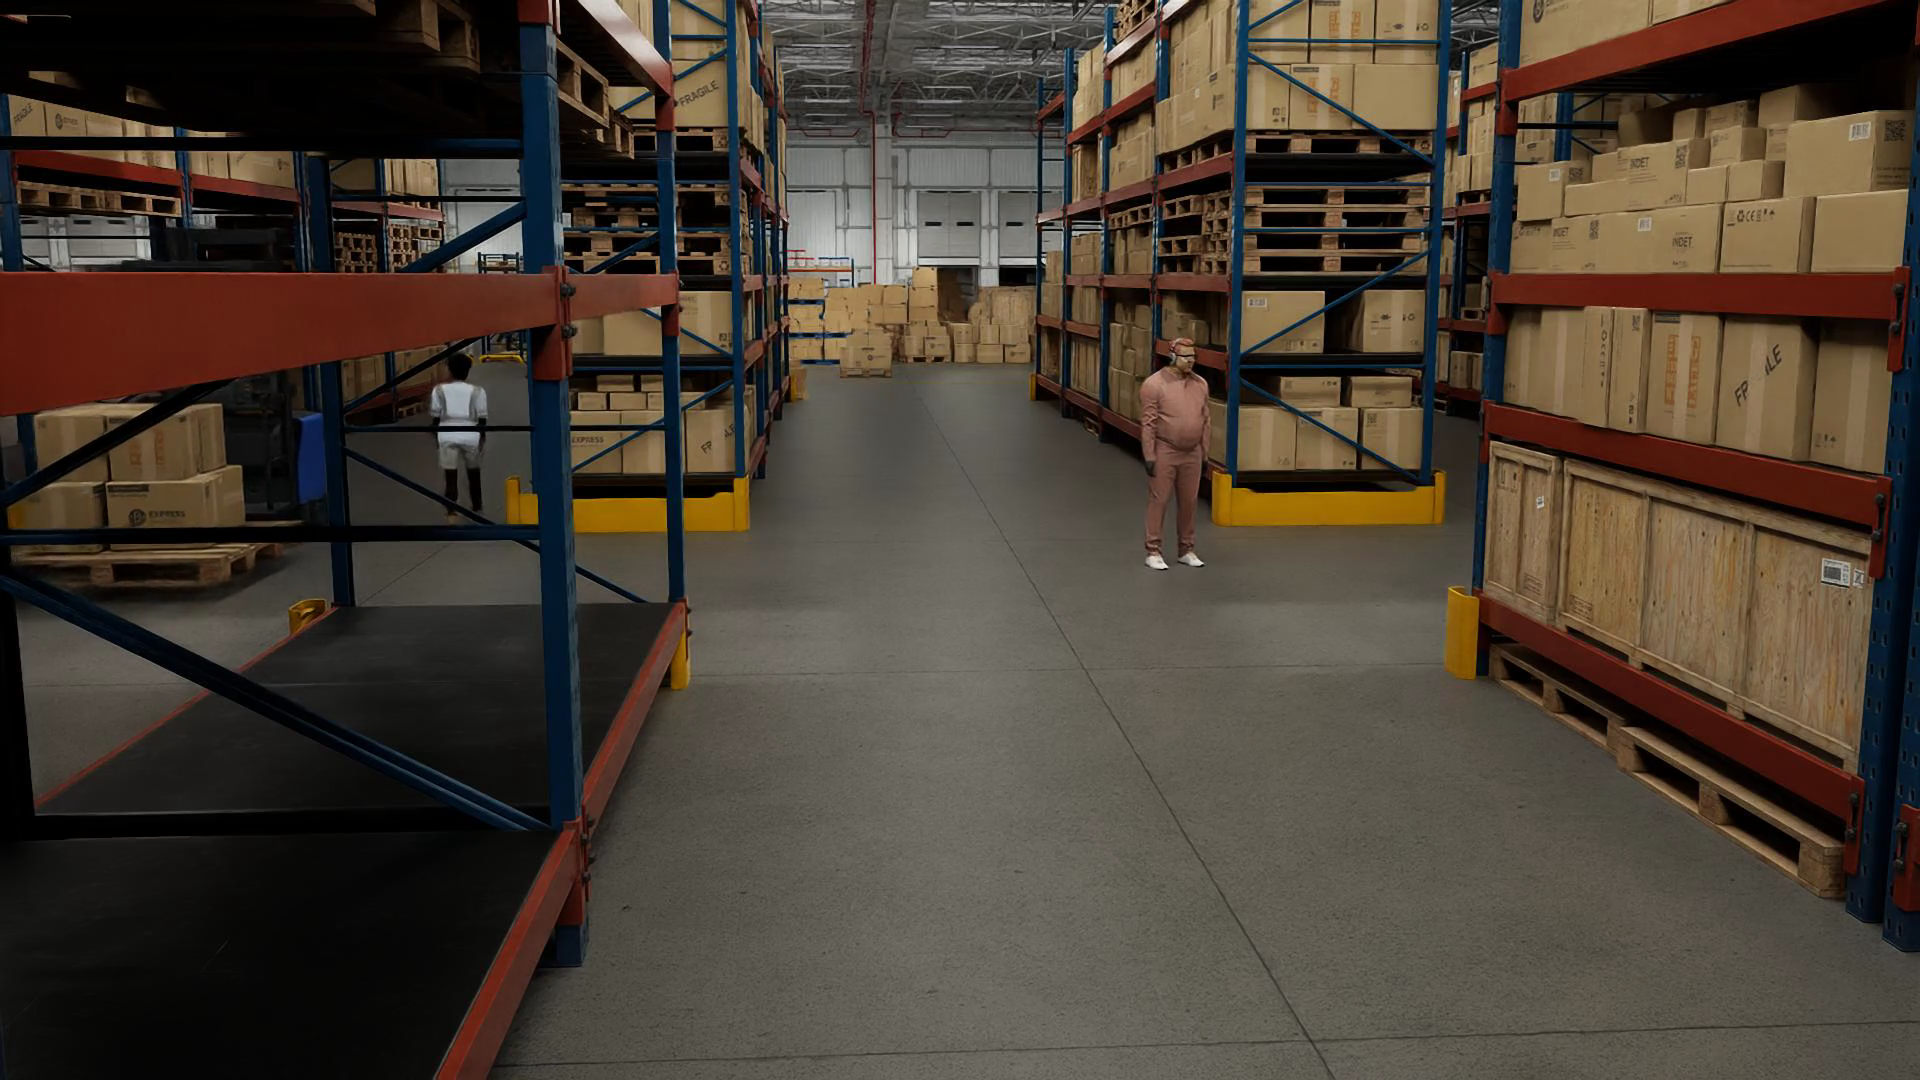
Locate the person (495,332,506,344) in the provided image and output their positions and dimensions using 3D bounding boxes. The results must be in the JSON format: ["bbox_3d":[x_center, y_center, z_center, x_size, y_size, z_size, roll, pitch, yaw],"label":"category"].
[{"bbox_3d":[-15.839,-7.795,57.706,0.753,2.000,0.702,6,11,32],"label":"person"}]

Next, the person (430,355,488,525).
[{"bbox_3d":[-4.779,-0.941,15.894,0.538,1.649,0.869,-2,9,-12],"label":"person"}]

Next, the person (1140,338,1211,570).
[{"bbox_3d":[1.790,-0.703,13.636,0.647,1.900,0.401,-4,10,-24],"label":"person"}]

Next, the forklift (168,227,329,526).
[{"bbox_3d":[-6.546,-1.428,15.095,1.129,2.768,1.873,-1,9,-4],"label":"forklift"}]

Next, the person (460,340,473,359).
[{"bbox_3d":[-14.276,-6.155,47.898,0.337,1.882,0.585,8,12,42],"label":"person"}]
